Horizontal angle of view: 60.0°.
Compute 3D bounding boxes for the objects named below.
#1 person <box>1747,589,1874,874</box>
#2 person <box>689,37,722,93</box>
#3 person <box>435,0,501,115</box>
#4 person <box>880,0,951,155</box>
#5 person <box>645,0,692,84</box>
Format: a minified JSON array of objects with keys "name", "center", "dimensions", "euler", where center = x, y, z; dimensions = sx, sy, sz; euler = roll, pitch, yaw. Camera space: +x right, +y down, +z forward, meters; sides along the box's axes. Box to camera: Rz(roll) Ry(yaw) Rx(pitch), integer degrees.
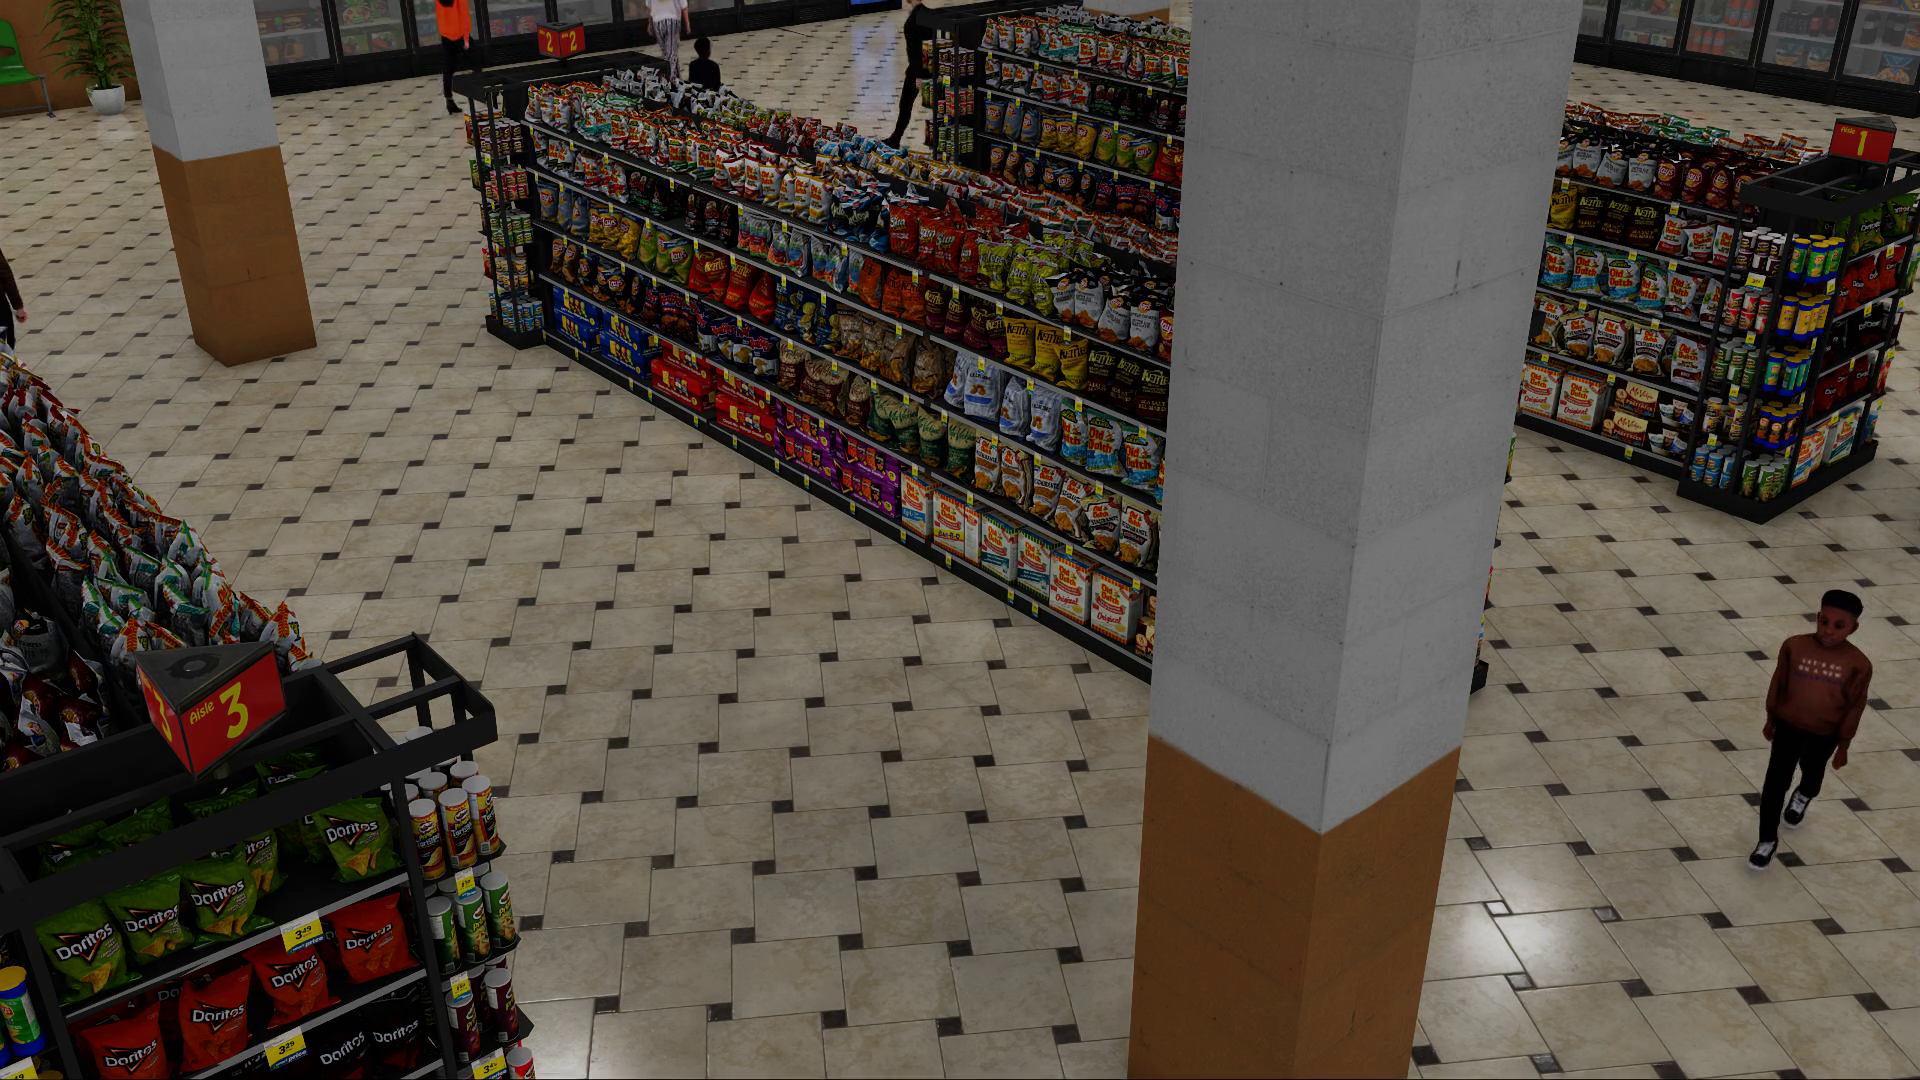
[{"name":"person","center":[3.639,0.766,7.074],"dimensions":[0.877,1.228,0.713],"euler":[19,33,33]},{"name":"person","center":[-2.745,-4.780,17.962],"dimensions":[0.608,1.270,0.677],"euler":[5,27,10]},{"name":"person","center":[-6.015,-5.889,19.664],"dimensions":[1.108,1.709,0.977],"euler":[13,30,24]},{"name":"person","center":[-0.321,-4.979,17.729],"dimensions":[1.323,1.837,1.046],"euler":[12,29,23]},{"name":"person","center":[-3.652,-6.335,20.625],"dimensions":[1.176,1.635,1.118],"euler":[8,28,16]}]
